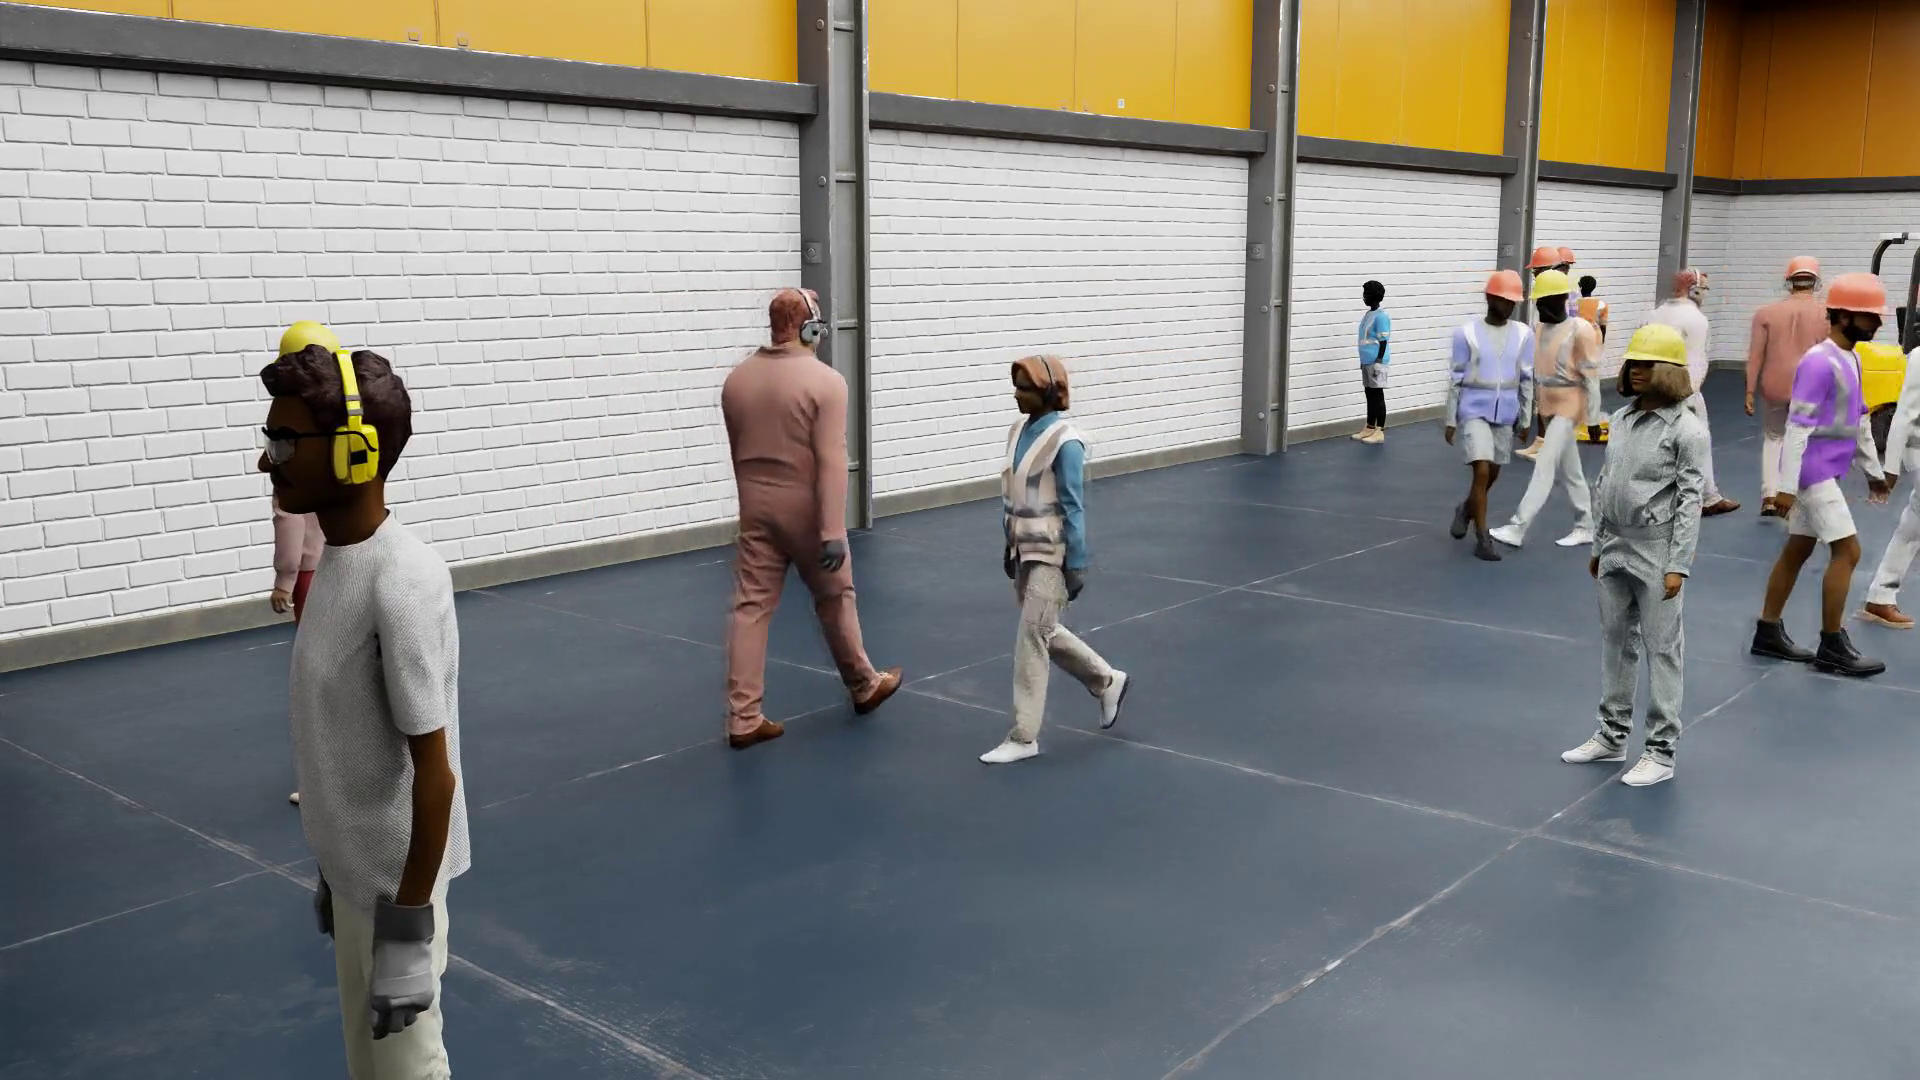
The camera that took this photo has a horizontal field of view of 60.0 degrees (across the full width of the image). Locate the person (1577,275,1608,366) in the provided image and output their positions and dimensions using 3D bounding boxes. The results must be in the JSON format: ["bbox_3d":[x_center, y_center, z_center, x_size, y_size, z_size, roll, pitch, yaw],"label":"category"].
[{"bbox_3d":[7.700,-2.410,20.524,0.535,1.693,0.317,3,10,16],"label":"person"}]

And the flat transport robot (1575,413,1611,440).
[{"bbox_3d":[6.715,-1.234,17.865,0.652,0.197,1.431,1,10,5],"label":"flat transport robot"}]

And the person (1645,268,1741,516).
[{"bbox_3d":[5.480,-1.095,12.513,0.933,1.862,0.672,-2,10,-13],"label":"person"}]

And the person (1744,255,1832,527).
[{"bbox_3d":[6.116,-1.085,12.176,0.653,1.967,0.519,7,12,33],"label":"person"}]

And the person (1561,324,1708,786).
[{"bbox_3d":[2.586,0.055,6.335,0.287,1.746,0.487,-4,11,-21],"label":"person"}]

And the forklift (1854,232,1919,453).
[{"bbox_3d":[9.955,-1.972,16.595,2.313,2.155,1.214,1,10,8],"label":"forklift"}]

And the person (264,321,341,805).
[{"bbox_3d":[-2.307,0.092,6.063,0.330,1.769,0.526,4,11,22],"label":"person"}]

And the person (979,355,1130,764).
[{"bbox_3d":[0.398,0.064,6.645,0.688,1.620,0.523,-4,11,-23],"label":"person"}]

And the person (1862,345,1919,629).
[{"bbox_3d":[5.163,-0.383,8.564,0.587,1.830,1.014,-5,11,-25],"label":"person"}]

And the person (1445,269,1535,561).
[{"bbox_3d":[3.511,-0.856,11.119,0.554,1.903,0.916,-1,10,-3],"label":"person"}]

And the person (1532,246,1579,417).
[{"bbox_3d":[7.140,-2.478,19.908,0.393,2.041,0.614,-6,12,-31],"label":"person"}]

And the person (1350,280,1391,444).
[{"bbox_3d":[4.304,-1.853,17.341,0.321,1.694,0.529,-1,10,-5],"label":"person"}]

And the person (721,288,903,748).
[{"bbox_3d":[-0.647,-0.110,6.938,0.676,1.853,0.975,7,12,33],"label":"person"}]

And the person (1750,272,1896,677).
[{"bbox_3d":[4.209,-0.308,7.946,0.768,1.906,0.570,7,12,37],"label":"person"}]

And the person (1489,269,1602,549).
[{"bbox_3d":[3.927,-0.865,11.187,0.994,1.870,0.592,-2,10,-11],"label":"person"}]

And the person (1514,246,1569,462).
[{"bbox_3d":[5.558,-1.760,15.828,0.394,2.040,0.609,0,10,1],"label":"person"}]

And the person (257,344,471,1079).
[{"bbox_3d":[-1.017,0.603,2.861,0.328,1.872,0.514,-7,12,-34],"label":"person"}]
